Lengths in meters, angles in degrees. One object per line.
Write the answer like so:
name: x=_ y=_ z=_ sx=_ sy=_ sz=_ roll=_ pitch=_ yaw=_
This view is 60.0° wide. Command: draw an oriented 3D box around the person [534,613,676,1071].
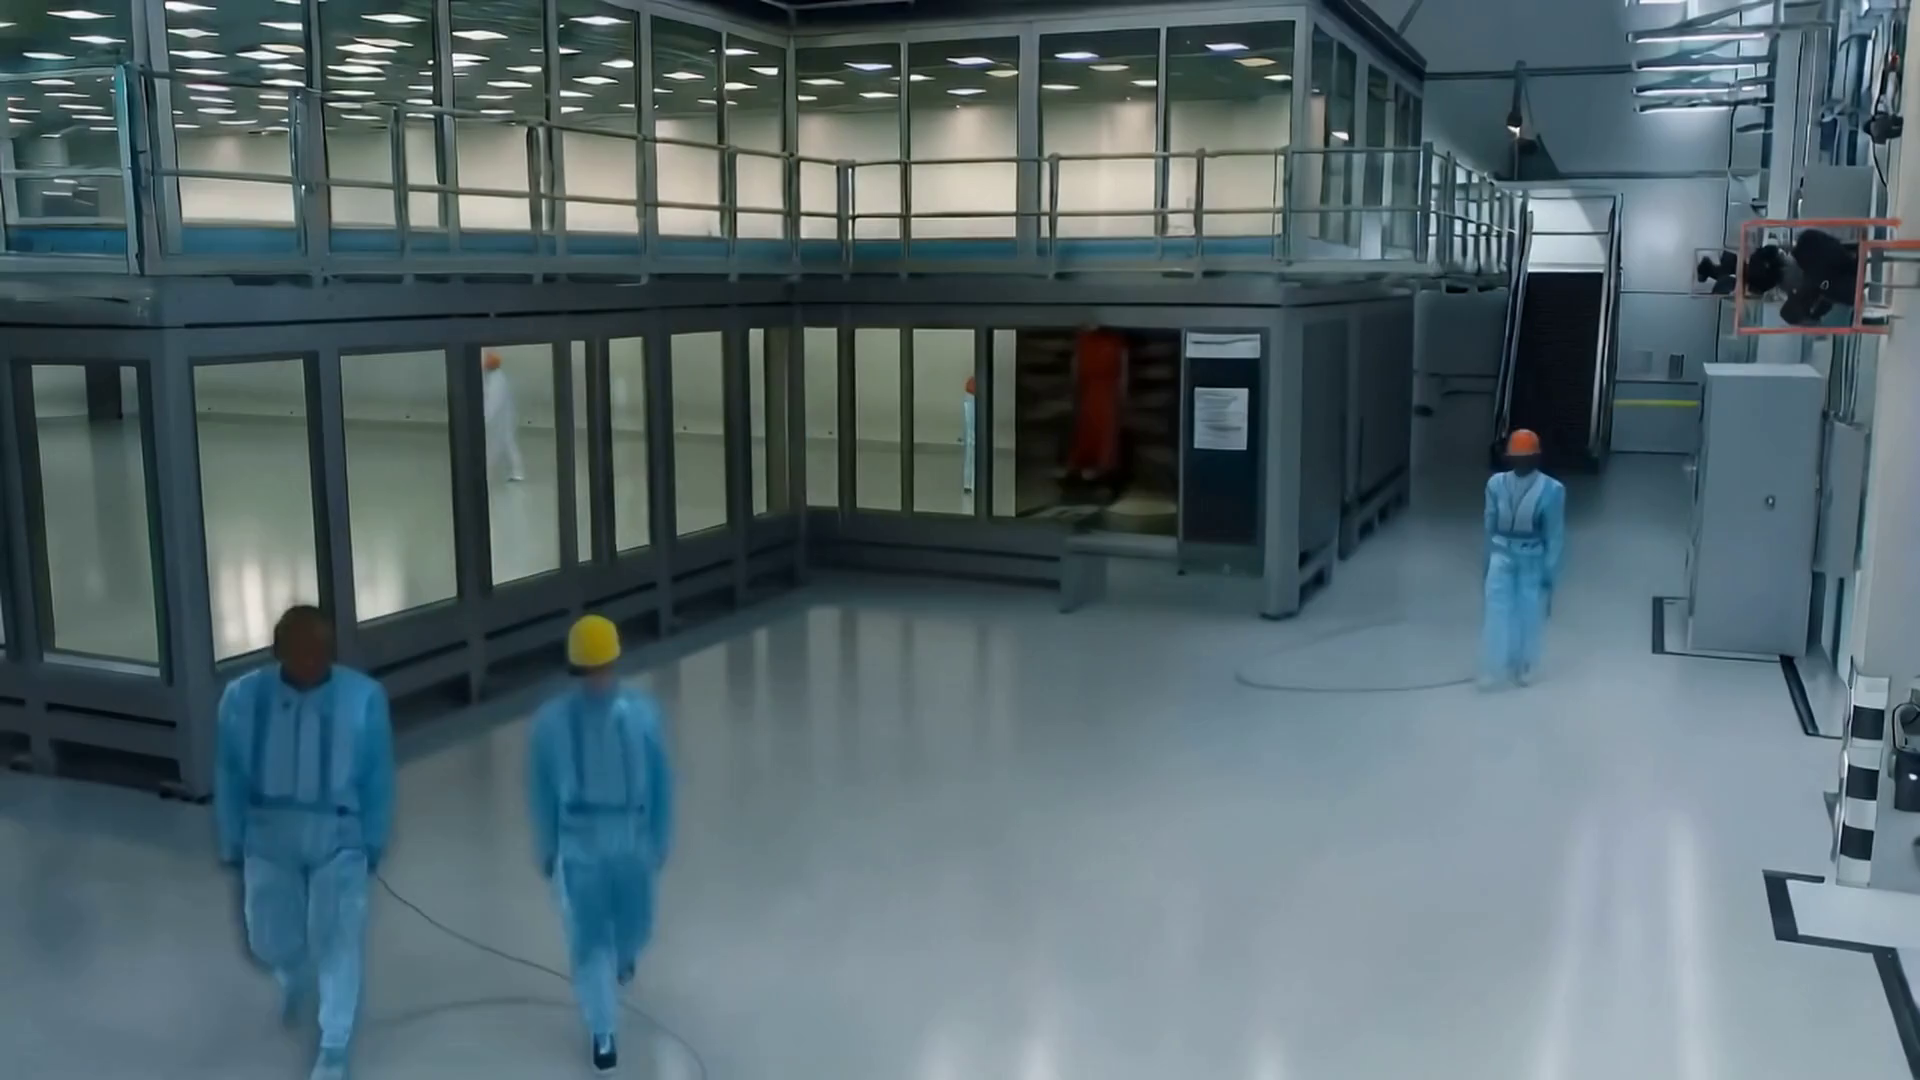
person: x=-1.411 y=1.123 z=6.619 sx=0.522 sy=1.742 sz=0.753 roll=-3 pitch=10 yaw=-19

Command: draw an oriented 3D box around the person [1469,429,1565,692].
person: x=3.983 y=0.168 z=11.966 sx=0.646 sy=1.917 sz=0.815 roll=8 pitch=12 yaw=39

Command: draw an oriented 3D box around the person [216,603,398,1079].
person: x=-2.479 y=1.125 z=6.368 sx=0.647 sy=1.827 sz=0.568 roll=-2 pitch=10 yaw=-15
